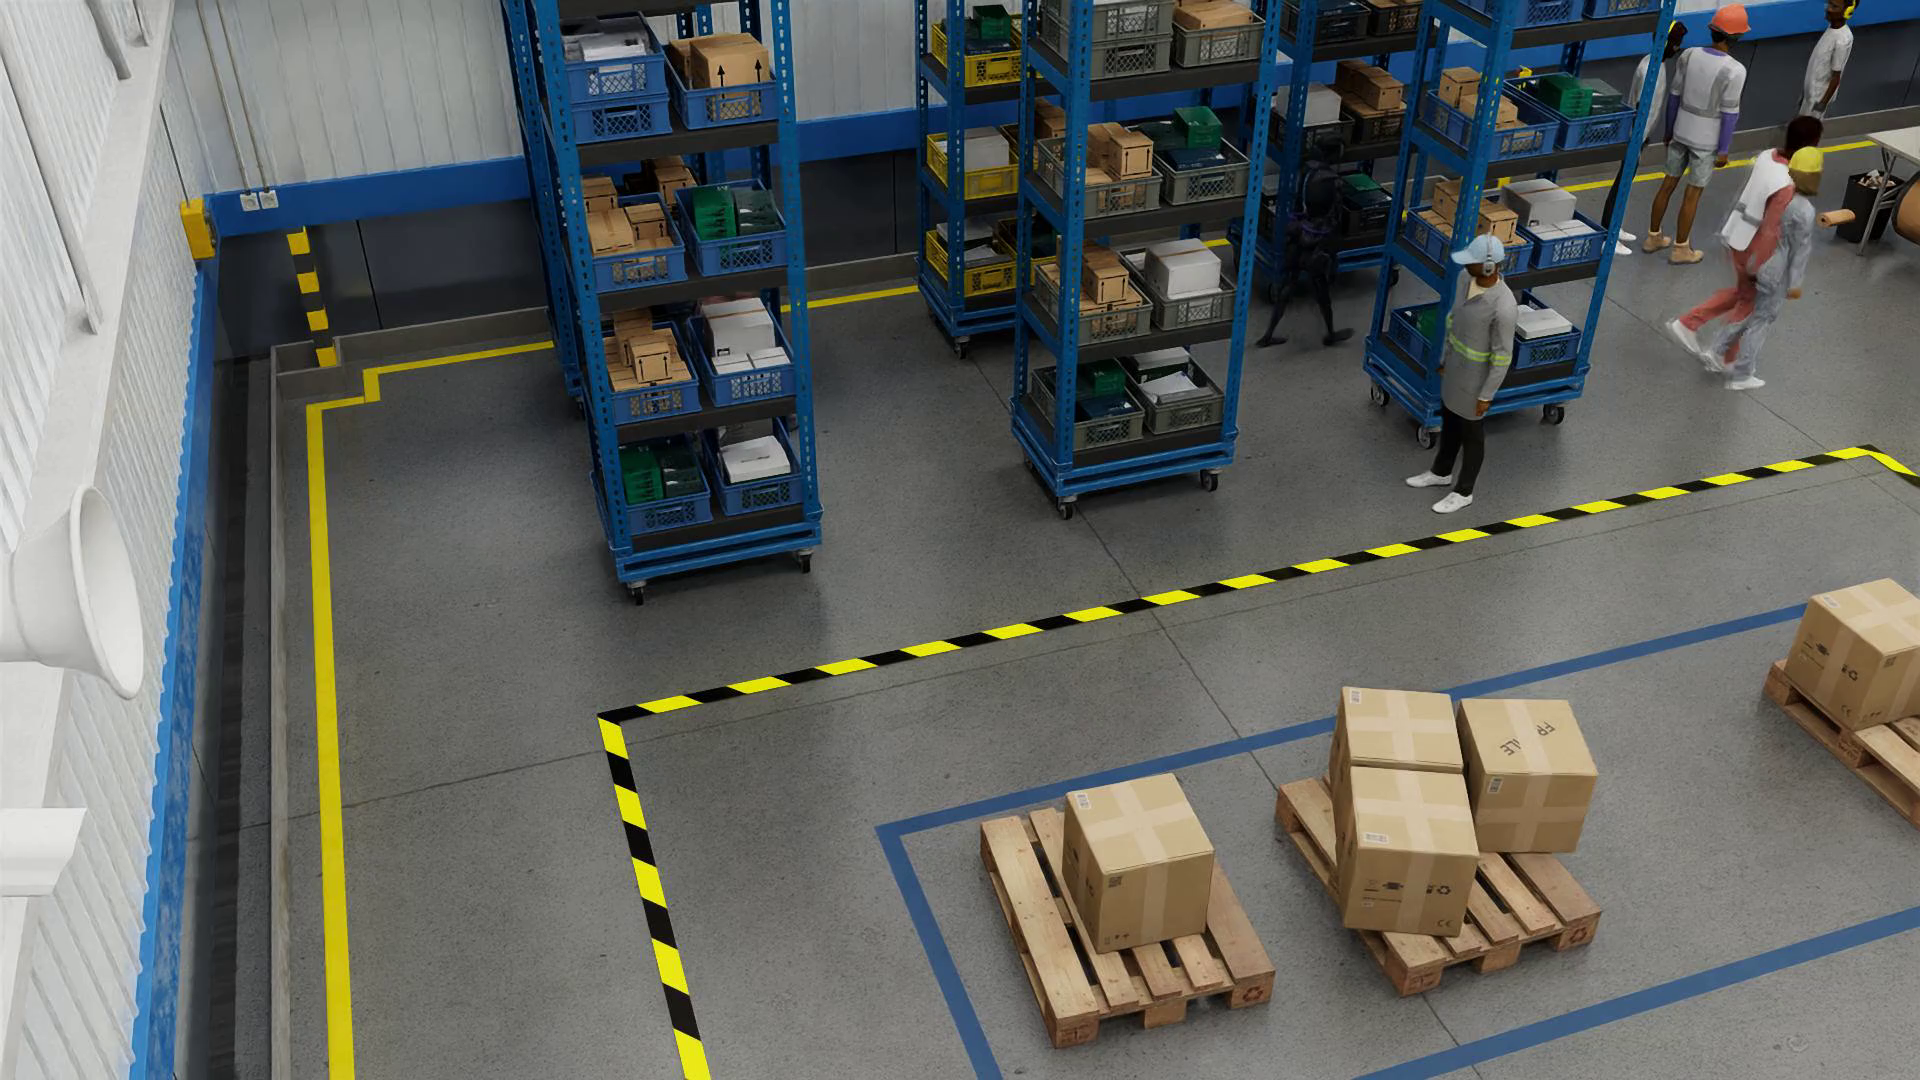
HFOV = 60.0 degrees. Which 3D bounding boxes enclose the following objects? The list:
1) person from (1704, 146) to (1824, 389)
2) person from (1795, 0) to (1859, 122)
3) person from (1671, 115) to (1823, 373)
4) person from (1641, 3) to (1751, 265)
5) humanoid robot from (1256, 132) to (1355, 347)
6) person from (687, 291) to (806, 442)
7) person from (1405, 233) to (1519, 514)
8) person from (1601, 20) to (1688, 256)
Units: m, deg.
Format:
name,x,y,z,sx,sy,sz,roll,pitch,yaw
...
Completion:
name,x,y,z,sx,sy,sz,roll,pitch,yaw
person,5.563,-1.851,11.414,0.410,1.723,0.514,-9,36,-12
person,7.108,-3.672,13.871,0.322,1.874,0.527,7,36,10
person,5.452,-2.036,11.531,0.529,1.892,0.617,4,35,6
person,5.773,-3.160,12.997,0.383,2.045,0.604,-17,39,-23
humanoid robot,2.537,-2.139,11.889,0.705,1.632,0.603,-12,37,-17
person,-1.520,-1.431,10.834,0.571,1.708,0.725,29,44,34
person,3.070,-1.011,10.118,0.404,1.848,0.589,-8,36,-12
person,5.409,-3.205,13.216,0.328,1.865,0.517,17,38,22
